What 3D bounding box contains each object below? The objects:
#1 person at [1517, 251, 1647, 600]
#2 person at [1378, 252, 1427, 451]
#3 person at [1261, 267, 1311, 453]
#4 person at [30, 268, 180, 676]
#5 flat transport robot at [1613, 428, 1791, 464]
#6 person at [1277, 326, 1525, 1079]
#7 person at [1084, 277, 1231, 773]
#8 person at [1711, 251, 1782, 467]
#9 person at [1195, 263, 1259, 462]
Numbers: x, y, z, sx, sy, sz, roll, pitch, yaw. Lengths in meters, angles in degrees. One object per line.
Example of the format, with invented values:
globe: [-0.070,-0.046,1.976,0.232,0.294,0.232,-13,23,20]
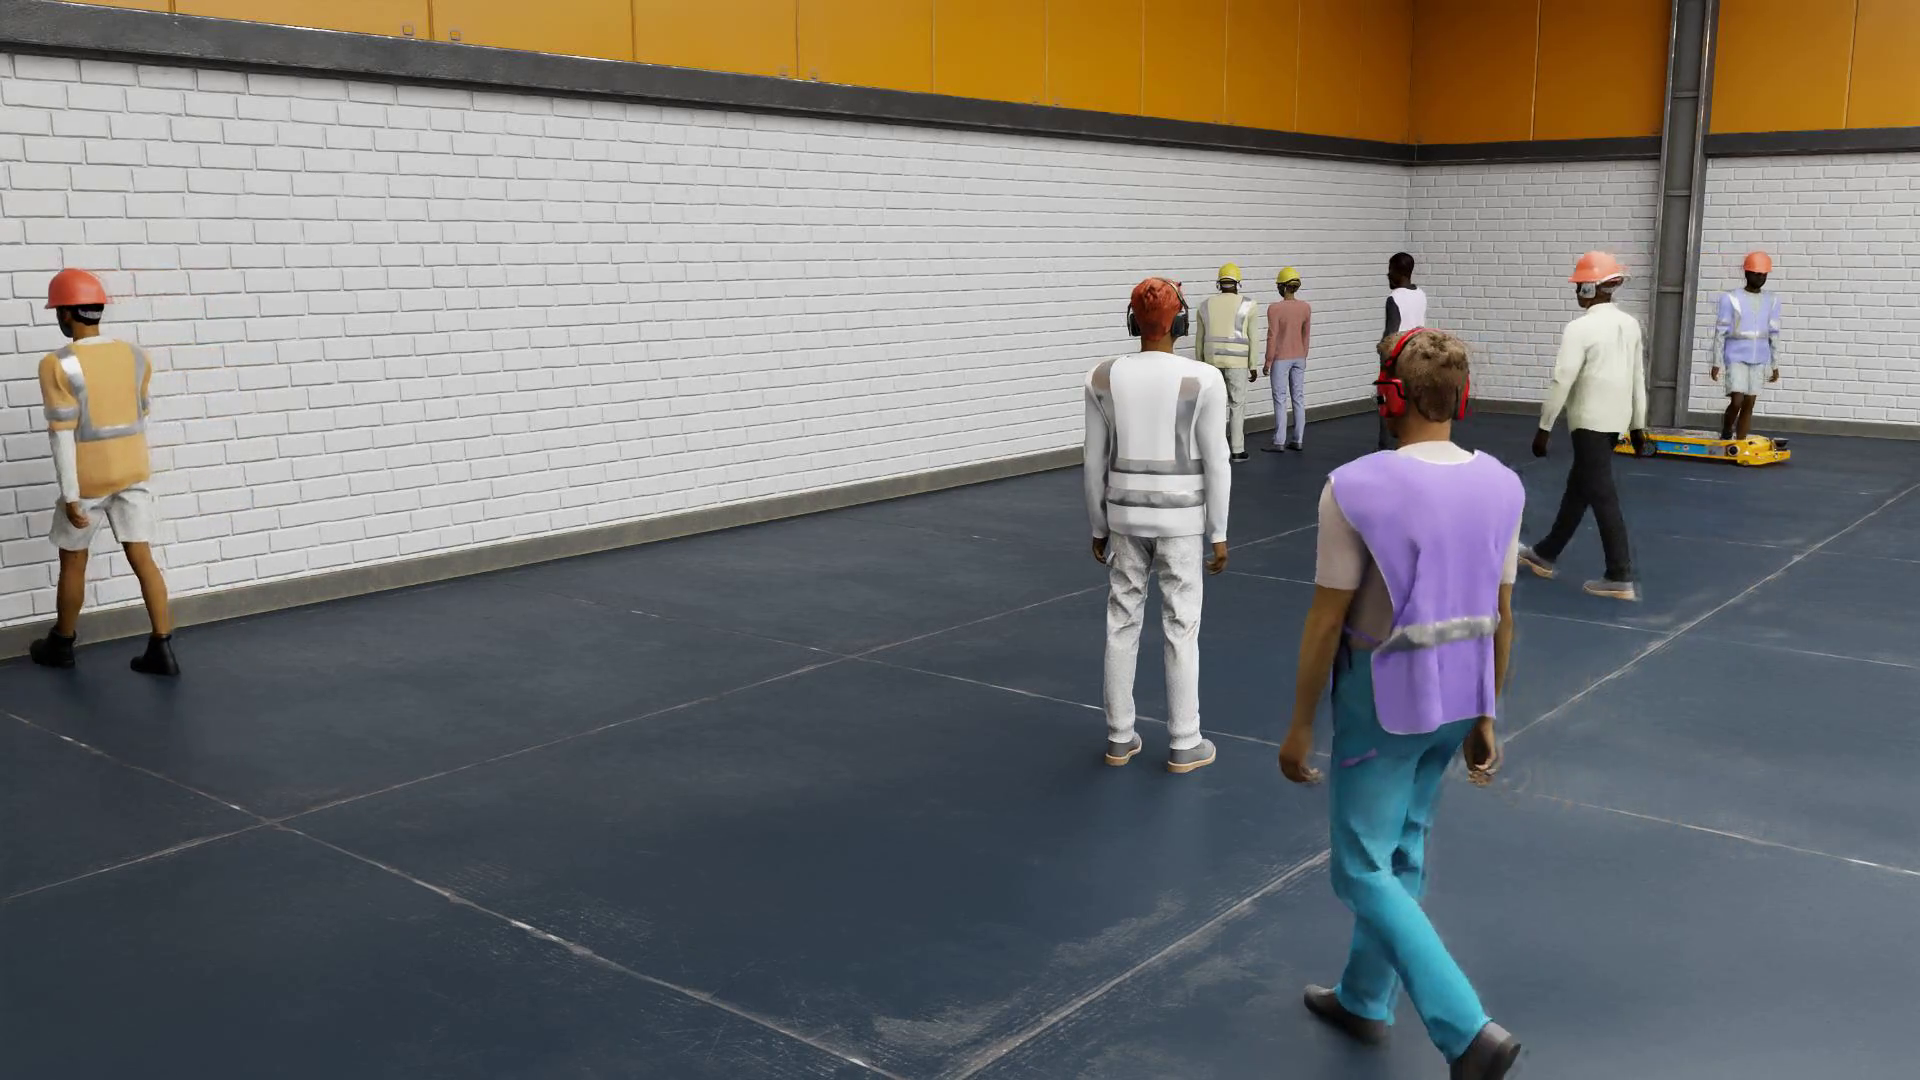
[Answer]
person: [3.581,-0.677,9.628,0.665,1.943,0.996,-8,13,-36]
person: [3.877,-1.575,14.713,0.446,1.917,0.600,9,14,41]
person: [3.115,-1.717,15.906,0.531,1.768,0.311,-6,12,-31]
person: [-4.040,-0.309,7.765,0.861,1.897,0.552,6,12,32]
flat transport robot: [6.854,-0.889,15.459,0.652,0.197,1.431,-10,14,-43]
person: [1.079,0.416,3.918,0.576,1.823,0.777,-6,12,-29]
person: [0.751,-0.050,6.343,0.575,1.885,0.355,5,11,25]
person: [7.022,-1.601,14.819,0.568,1.923,0.400,0,10,-2]
person: [2.459,-1.635,15.336,0.607,1.820,0.417,6,12,29]
